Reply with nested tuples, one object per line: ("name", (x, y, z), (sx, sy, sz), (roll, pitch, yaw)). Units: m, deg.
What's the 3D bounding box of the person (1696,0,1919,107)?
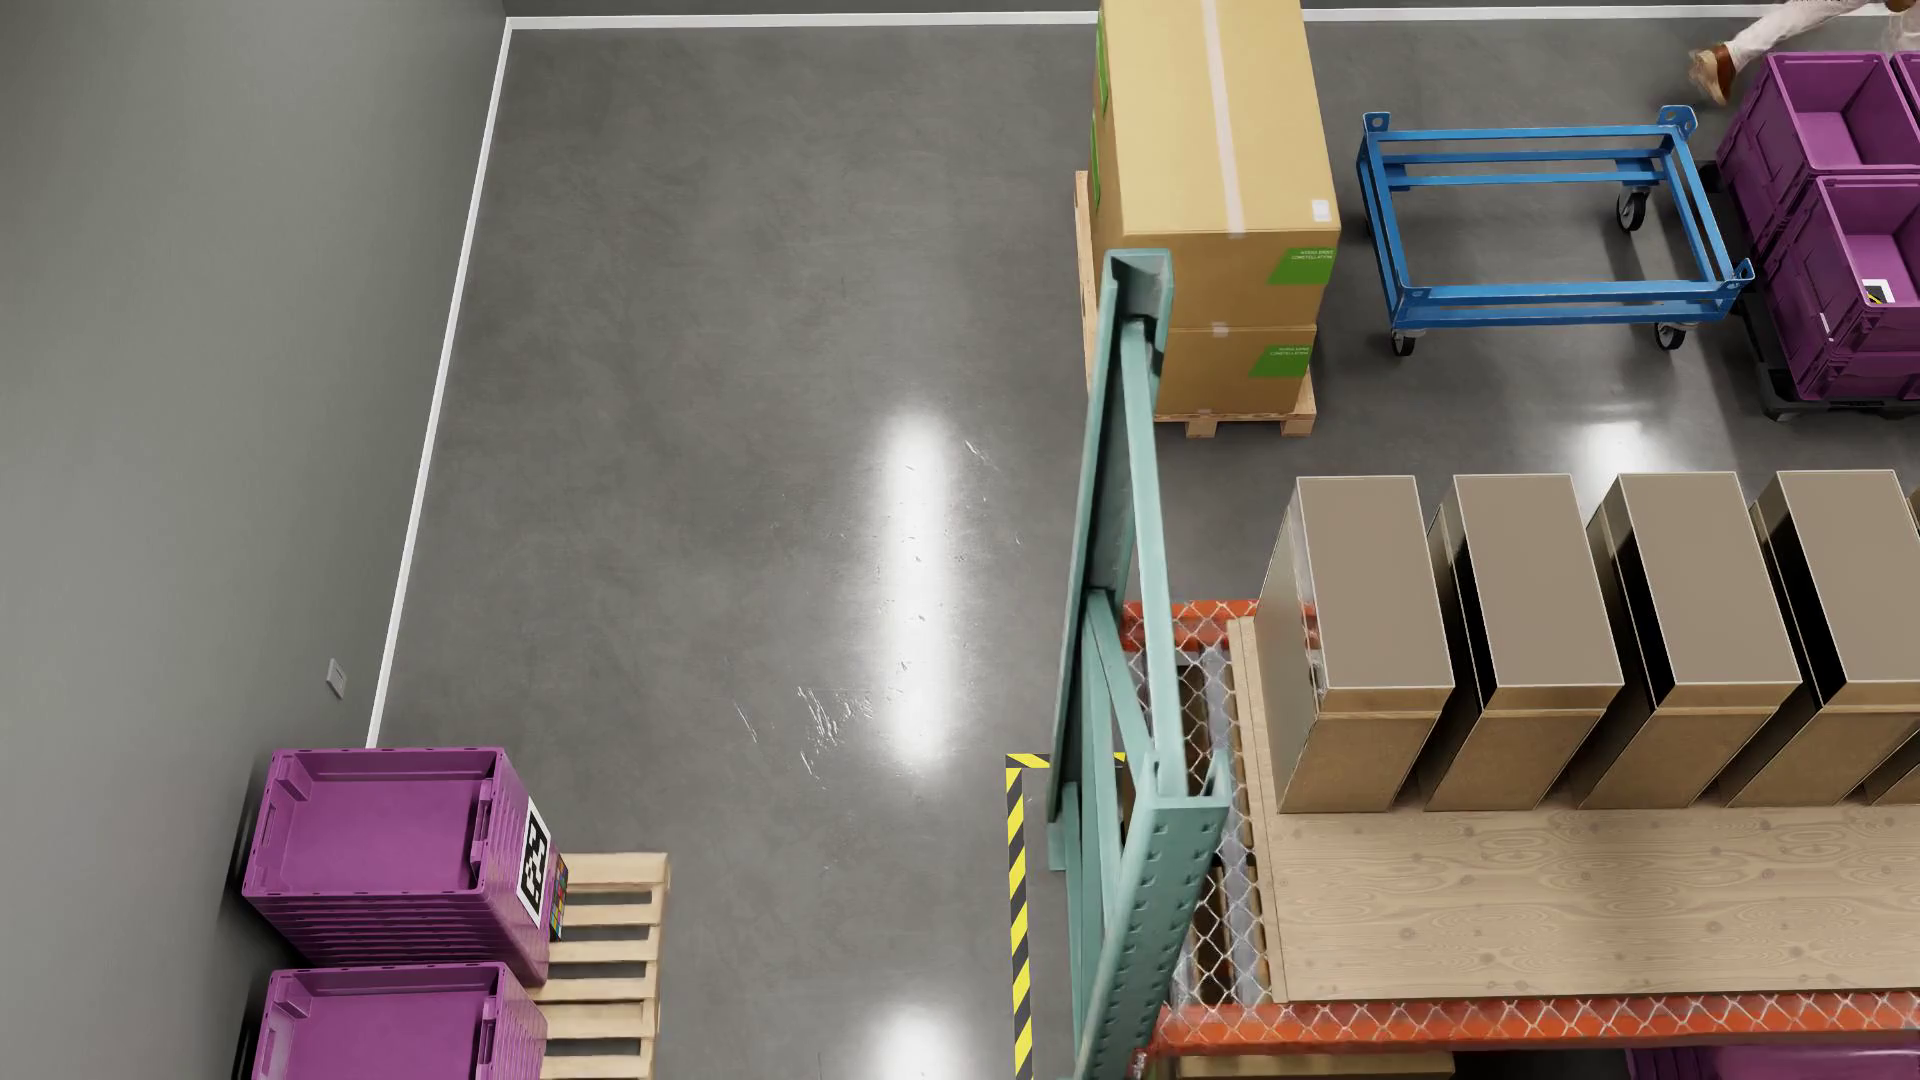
("person", (3.465, -2.252, 6.074), (0.918, 1.957, 0.620), (-1, 58, 0))
